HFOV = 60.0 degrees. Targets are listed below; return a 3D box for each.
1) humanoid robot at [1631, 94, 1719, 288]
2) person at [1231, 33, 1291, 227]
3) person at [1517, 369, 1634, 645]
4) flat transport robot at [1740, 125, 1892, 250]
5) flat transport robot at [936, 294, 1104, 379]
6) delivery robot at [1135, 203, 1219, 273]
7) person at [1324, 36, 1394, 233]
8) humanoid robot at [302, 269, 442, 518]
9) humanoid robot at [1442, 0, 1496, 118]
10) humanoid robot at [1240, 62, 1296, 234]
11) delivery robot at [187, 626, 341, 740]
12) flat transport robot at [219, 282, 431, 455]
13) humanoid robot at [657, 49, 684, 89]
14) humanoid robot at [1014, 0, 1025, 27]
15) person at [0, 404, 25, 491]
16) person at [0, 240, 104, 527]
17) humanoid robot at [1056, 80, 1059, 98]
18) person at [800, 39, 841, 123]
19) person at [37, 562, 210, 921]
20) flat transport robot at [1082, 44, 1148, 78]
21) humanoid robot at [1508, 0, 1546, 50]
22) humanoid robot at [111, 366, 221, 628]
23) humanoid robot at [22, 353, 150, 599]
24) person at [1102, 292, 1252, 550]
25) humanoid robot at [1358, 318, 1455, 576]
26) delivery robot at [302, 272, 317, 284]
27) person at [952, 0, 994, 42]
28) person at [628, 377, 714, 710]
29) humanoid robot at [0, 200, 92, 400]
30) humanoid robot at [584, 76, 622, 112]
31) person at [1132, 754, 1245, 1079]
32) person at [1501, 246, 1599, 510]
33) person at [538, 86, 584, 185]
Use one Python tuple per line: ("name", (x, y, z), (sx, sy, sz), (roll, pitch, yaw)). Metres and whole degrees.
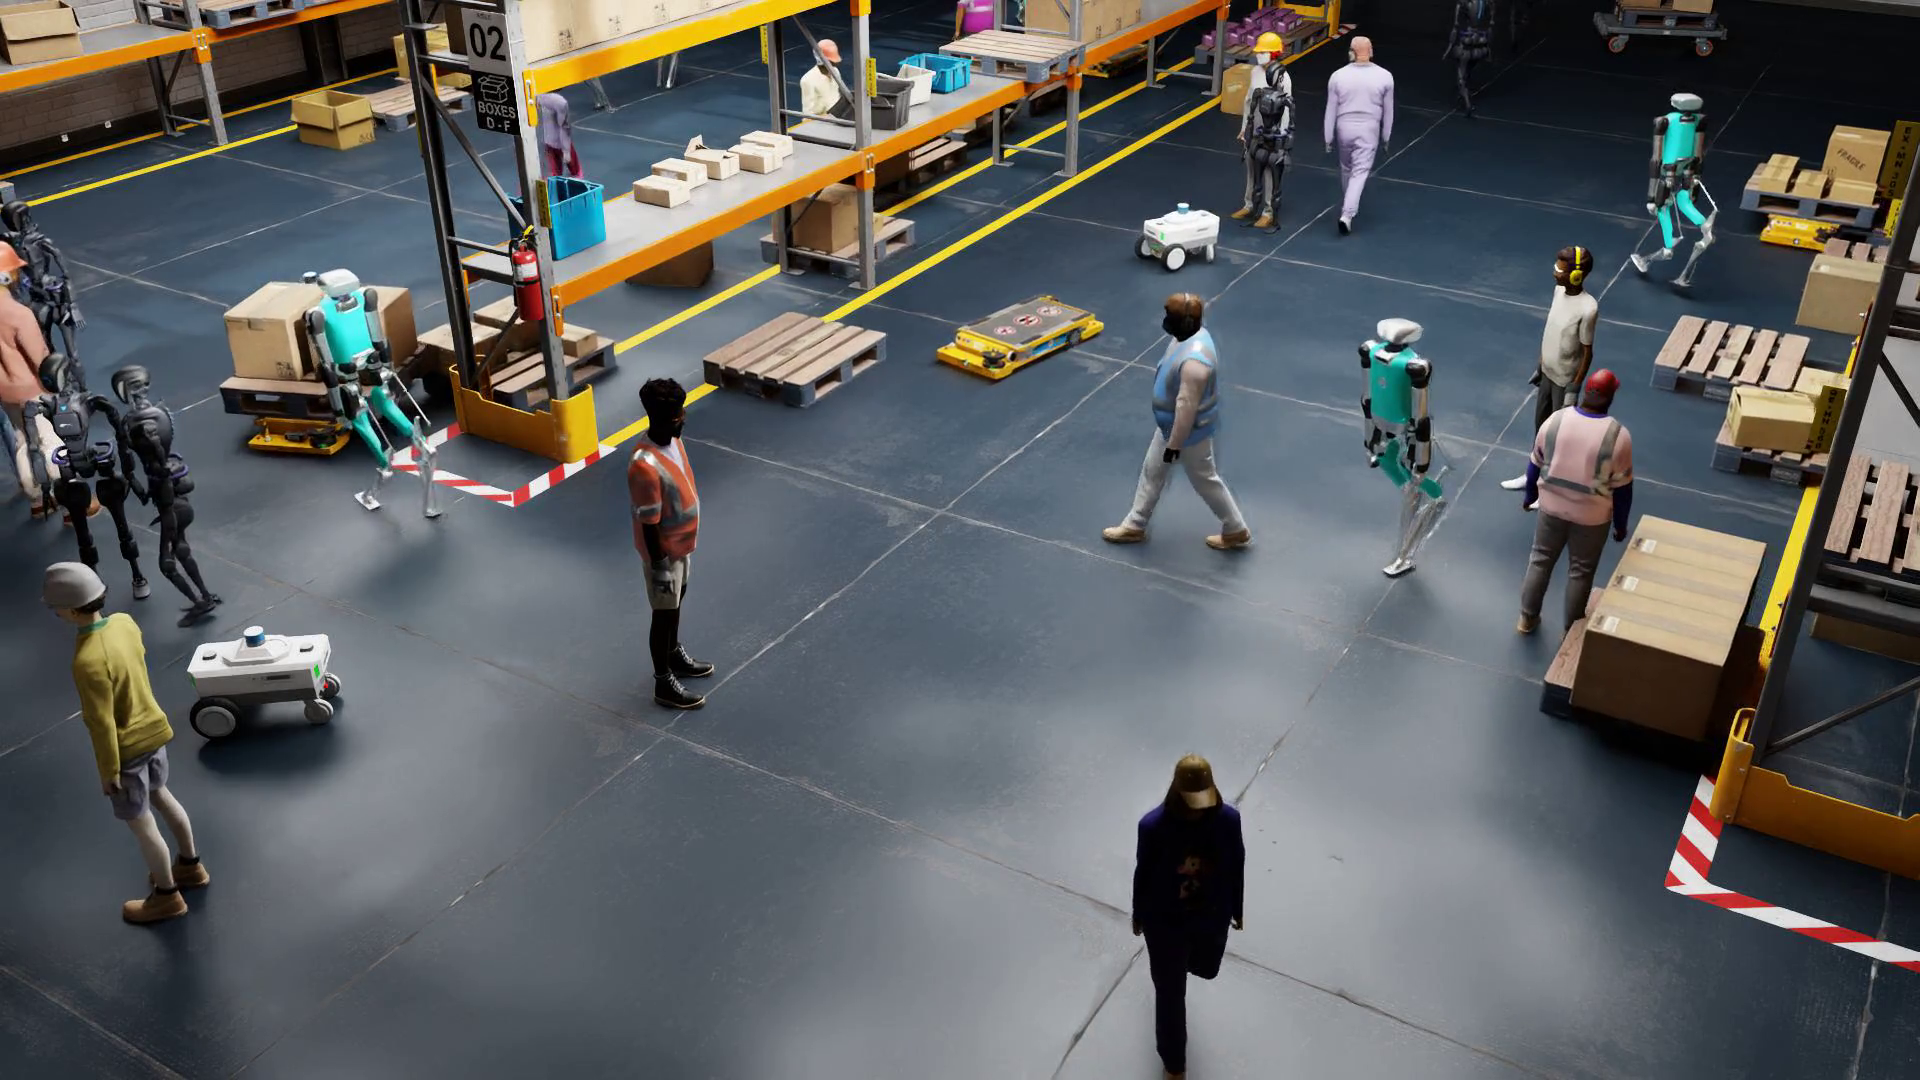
("humanoid robot", (6.470, -3.028, 14.818), (0.536, 1.728, 1.015), (-8, 30, -14))
("person", (3.001, -4.062, 16.476), (0.372, 1.894, 0.582), (-19, 35, -30))
("person", (3.617, -0.186, 9.764), (0.622, 1.750, 0.420), (21, 36, 33))
("flat transport robot", (8.475, -3.215, 16.629), (0.659, 0.231, 1.431), (16, 33, 27))
("flat transport robot", (0.520, -1.721, 13.987), (0.659, 0.231, 1.431), (24, 37, 36))
("delivery robot", (2.087, -2.884, 15.740), (0.741, 0.582, 0.520), (-16, 33, -26))
("person", (3.900, -3.992, 16.389), (0.650, 1.863, 0.935), (11, 31, 18))
("humanoid robot", (-3.851, -0.908, 11.076), (0.888, 1.774, 0.562), (19, 35, 30))
("humanoid robot", (6.217, -5.989, 20.169), (0.615, 1.649, 0.769), (-6, 30, -11))
("humanoid robot", (3.038, -3.840, 16.289), (0.315, 1.657, 0.599), (-24, 37, -36))
("delivery robot", (-3.917, 0.770, 9.309), (0.811, 0.613, 0.499), (-4, 30, -8))
("flat transport robot", (-4.819, -1.052, 12.802), (0.659, 0.231, 1.431), (4, 30, 7))
("humanoid robot", (-3.766, -6.577, 21.136), (0.536, 1.817, 0.789), (11, 31, 18))
("humanoid robot", (1.017, -7.695, 23.021), (0.669, 1.753, 0.537), (-22, 36, -34))
("person", (-6.750, -1.153, 11.286), (0.630, 1.949, 0.715), (6, 30, 10))
("person", (-6.172, -1.019, 11.001), (0.622, 1.990, 0.403), (13, 32, 22))
("humanoid robot", (1.175, -6.403, 20.792), (0.549, 1.804, 0.733), (13, 32, 22))
("person", (-1.374, -4.223, 16.930), (0.403, 1.730, 0.584), (19, 35, 30))
("person", (-3.833, 0.928, 7.670), (0.414, 1.882, 0.483), (0, 29, -1))
("flat transport robot", (2.044, -6.495, 22.431), (0.659, 0.231, 1.431), (17, 34, 27))
("humanoid robot", (7.876, -7.674, 23.109), (0.601, 1.639, 0.636), (4, 30, 7))
("humanoid robot", (-4.788, -0.283, 10.019), (0.311, 1.648, 0.609), (-19, 34, -30))
("humanoid robot", (-5.311, -0.371, 10.155), (0.599, 1.655, 0.315), (-8, 30, -14))
("person", (1.479, -0.740, 10.701), (0.961, 1.797, 0.622), (-1, 29, -2))
("humanoid robot", (2.854, -0.557, 10.509), (0.739, 1.854, 0.562), (-17, 34, -28))
("delivery robot", (-5.471, -1.987, 14.170), (0.499, 0.598, 0.789), (8, 30, 13))
("person", (0.207, -6.363, 20.609), (0.658, 1.832, 0.364), (-14, 32, -23))
("person", (-1.609, 0.006, 9.209), (0.363, 1.962, 0.611), (2, 30, 3))
("humanoid robot", (-6.971, -1.847, 12.787), (0.608, 1.645, 0.479), (8, 30, 13))
("humanoid robot", (-4.390, -6.094, 20.177), (0.534, 1.729, 0.740), (25, 38, 37))
("person", (0.929, 1.506, 6.917), (0.464, 1.596, 0.693), (-5, 30, -9))
("person", (4.038, -1.093, 11.256), (0.323, 1.863, 0.513), (-5, 30, -8))
("person", (-3.983, -3.932, 16.531), (0.688, 1.610, 0.508), (-25, 38, -37))
